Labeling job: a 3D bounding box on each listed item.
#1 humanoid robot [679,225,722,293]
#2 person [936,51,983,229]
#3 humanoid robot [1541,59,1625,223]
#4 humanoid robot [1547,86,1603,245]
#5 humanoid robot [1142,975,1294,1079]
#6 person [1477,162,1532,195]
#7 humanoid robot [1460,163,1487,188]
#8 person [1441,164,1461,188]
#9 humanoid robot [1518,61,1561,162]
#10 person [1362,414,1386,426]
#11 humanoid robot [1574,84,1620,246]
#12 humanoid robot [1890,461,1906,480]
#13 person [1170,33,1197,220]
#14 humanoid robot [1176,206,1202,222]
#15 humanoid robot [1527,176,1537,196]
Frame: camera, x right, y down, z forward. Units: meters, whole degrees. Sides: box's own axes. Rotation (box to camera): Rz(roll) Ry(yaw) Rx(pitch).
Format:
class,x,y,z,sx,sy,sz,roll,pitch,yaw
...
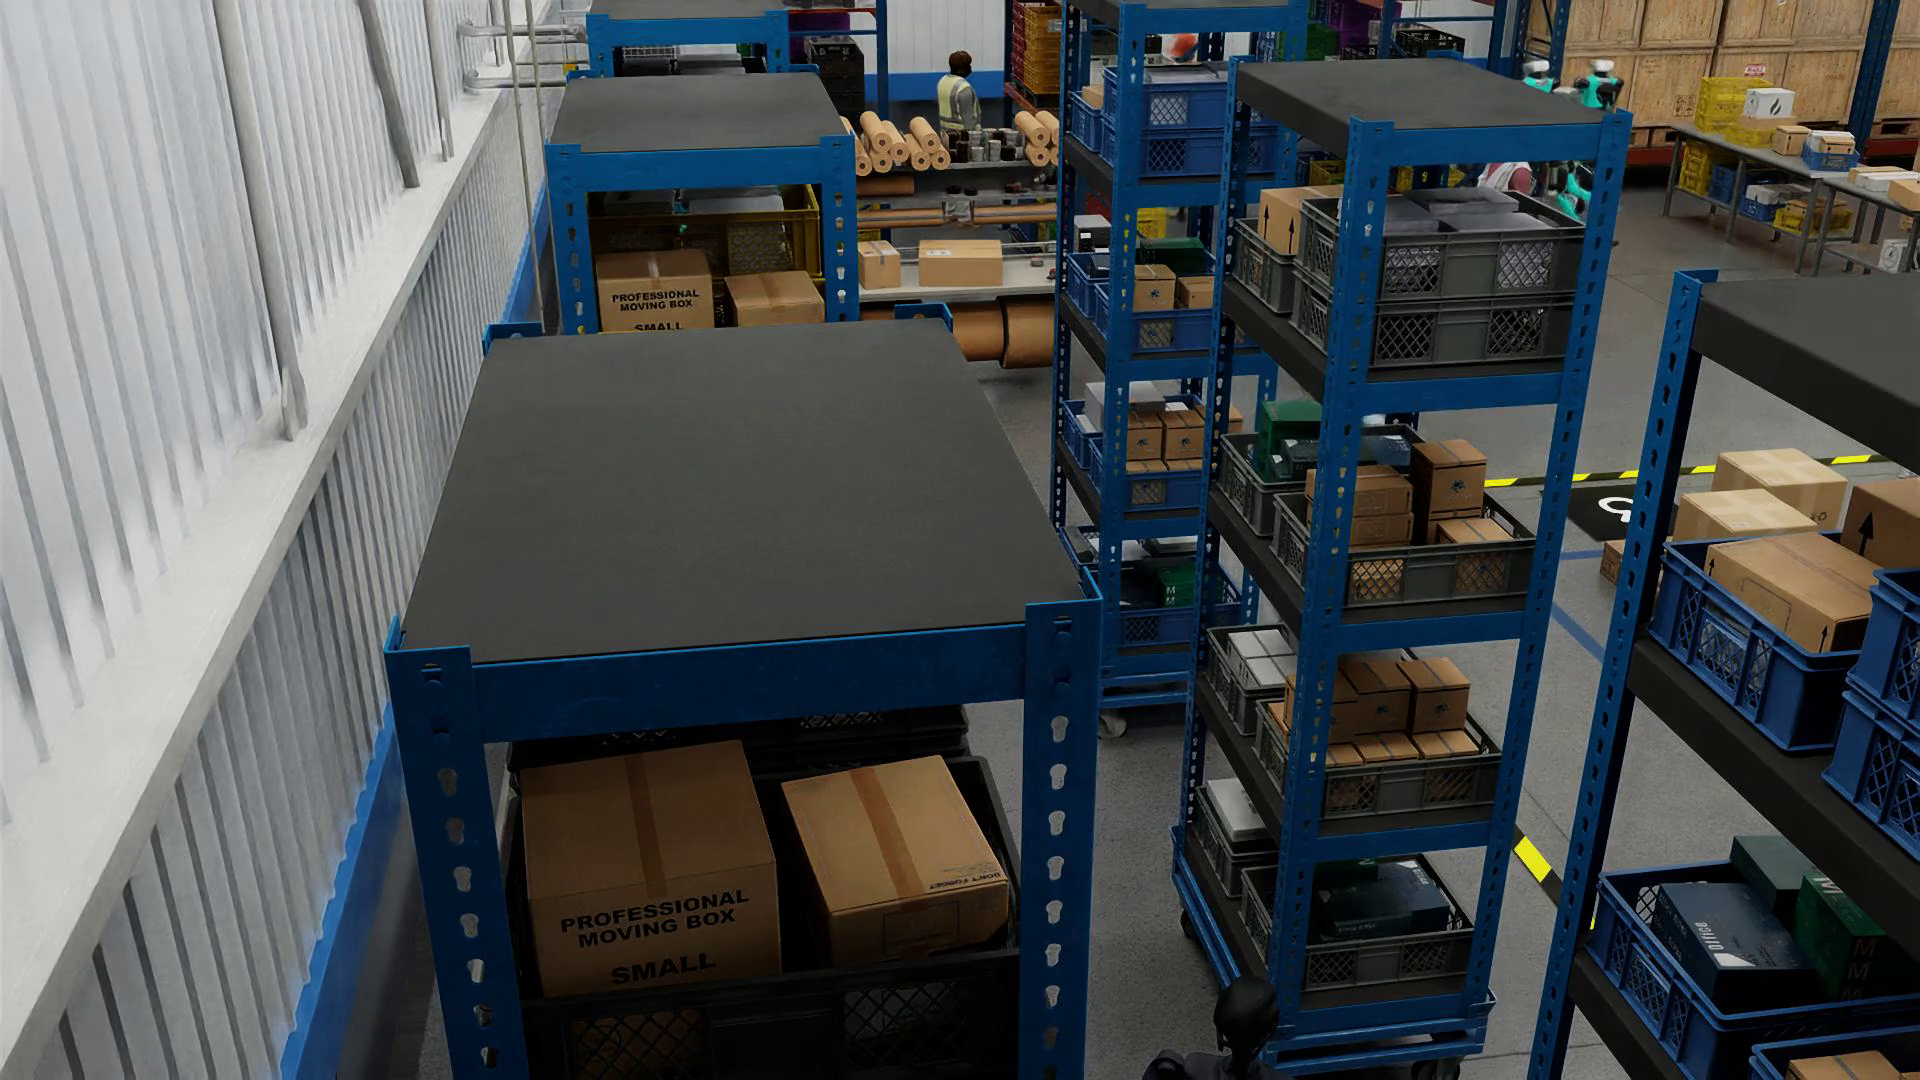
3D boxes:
class,x,y,z,sx,sy,sz,roll,pitch,yaw
humanoid robot,-1.832,-1.748,12.382,0.530,1.776,0.995,2,25,4
person,0.004,-4.234,17.620,0.429,1.844,0.625,-13,28,-27
humanoid robot,6.667,-4.360,18.023,0.543,1.760,0.858,-4,25,-9
humanoid robot,6.030,-3.456,16.081,1.010,1.746,0.543,17,30,33
humanoid robot,0.714,1.880,4.509,0.599,1.657,0.315,9,26,19
person,4.616,-2.727,14.354,0.404,1.833,0.585,-5,25,-10
humanoid robot,5.106,-3.545,16.379,0.590,1.631,0.577,-8,26,-17
person,4.888,-3.941,16.967,0.580,1.880,0.521,1,25,3
humanoid robot,5.906,-4.193,17.660,0.547,1.799,0.700,-7,26,-15
person,1.910,0.061,8.287,0.596,1.830,0.749,-2,25,-3
humanoid robot,6.508,-3.825,16.961,0.616,1.642,0.611,-1,25,-1
humanoid robot,6.409,-1.076,10.894,0.800,1.795,0.539,-11,27,-22
person,2.403,-4.506,18.054,0.359,1.994,0.825,0,25,-1
humanoid robot,2.581,-4.236,17.826,0.613,1.655,0.337,1,25,3
humanoid robot,5.469,-3.726,16.480,0.735,1.677,0.533,8,26,17
